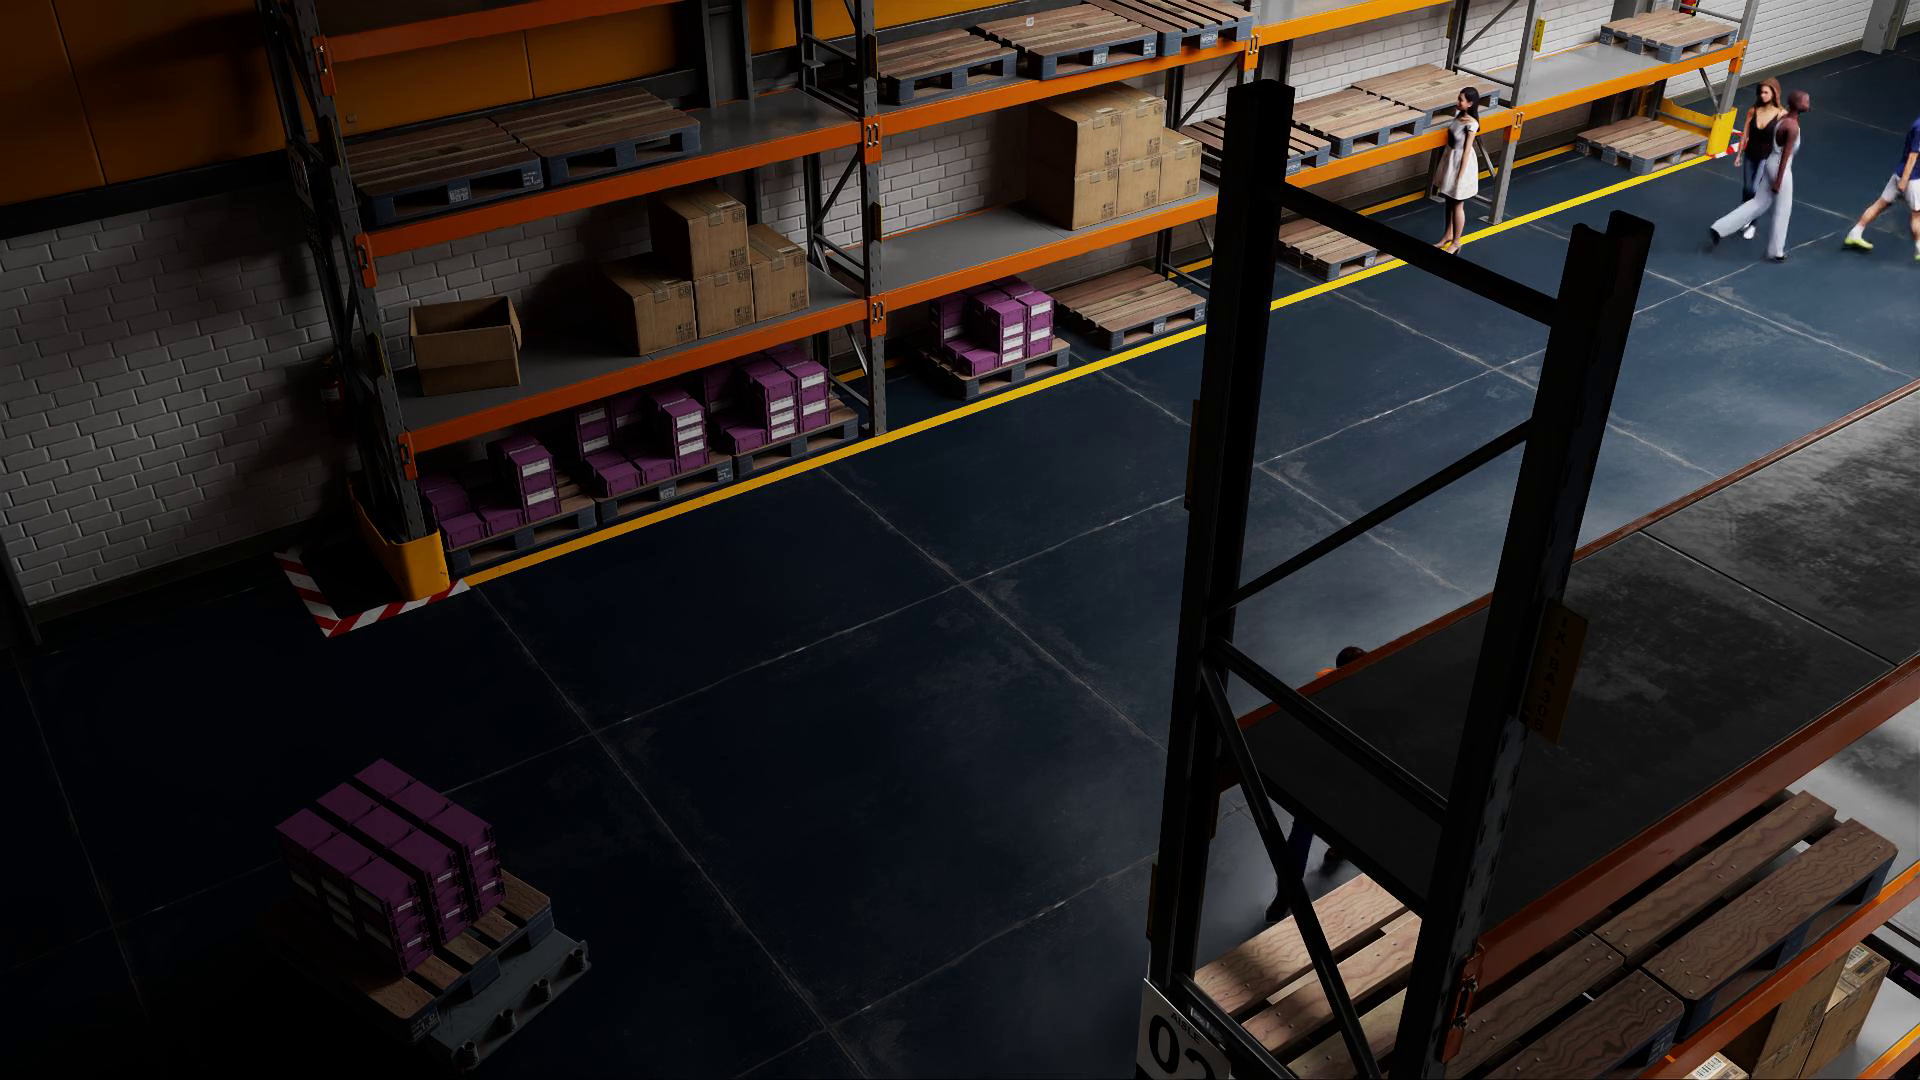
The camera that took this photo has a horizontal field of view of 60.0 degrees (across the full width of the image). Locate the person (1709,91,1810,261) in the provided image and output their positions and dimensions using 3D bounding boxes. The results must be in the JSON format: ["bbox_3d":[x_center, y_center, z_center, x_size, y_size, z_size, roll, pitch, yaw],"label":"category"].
[{"bbox_3d":[8.219,-3.708,16.953,1.073,1.759,1.019,7,34,10],"label":"person"}]

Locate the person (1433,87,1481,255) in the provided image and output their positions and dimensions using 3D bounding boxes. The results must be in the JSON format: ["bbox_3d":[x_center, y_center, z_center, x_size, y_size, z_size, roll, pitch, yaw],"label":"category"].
[{"bbox_3d":[5.099,-3.773,17.042,0.802,1.769,0.777,-2,34,-3],"label":"person"}]

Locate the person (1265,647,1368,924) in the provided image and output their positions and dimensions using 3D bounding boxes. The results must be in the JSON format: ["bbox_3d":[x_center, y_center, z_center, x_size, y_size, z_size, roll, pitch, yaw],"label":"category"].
[{"bbox_3d":[2.190,1.271,9.419,0.982,1.806,1.319,25,41,33],"label":"person"}]

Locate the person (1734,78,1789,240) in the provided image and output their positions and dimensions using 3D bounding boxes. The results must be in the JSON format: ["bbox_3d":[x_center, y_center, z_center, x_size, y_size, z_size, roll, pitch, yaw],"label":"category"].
[{"bbox_3d":[8.471,-4.036,17.509,0.677,1.690,0.602,-26,41,-33],"label":"person"}]

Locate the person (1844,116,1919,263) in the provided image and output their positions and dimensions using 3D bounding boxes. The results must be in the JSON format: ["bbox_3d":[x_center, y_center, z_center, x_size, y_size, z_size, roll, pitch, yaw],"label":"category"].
[{"bbox_3d":[9.600,-3.733,16.965,1.102,1.788,1.210,15,36,21],"label":"person"}]
